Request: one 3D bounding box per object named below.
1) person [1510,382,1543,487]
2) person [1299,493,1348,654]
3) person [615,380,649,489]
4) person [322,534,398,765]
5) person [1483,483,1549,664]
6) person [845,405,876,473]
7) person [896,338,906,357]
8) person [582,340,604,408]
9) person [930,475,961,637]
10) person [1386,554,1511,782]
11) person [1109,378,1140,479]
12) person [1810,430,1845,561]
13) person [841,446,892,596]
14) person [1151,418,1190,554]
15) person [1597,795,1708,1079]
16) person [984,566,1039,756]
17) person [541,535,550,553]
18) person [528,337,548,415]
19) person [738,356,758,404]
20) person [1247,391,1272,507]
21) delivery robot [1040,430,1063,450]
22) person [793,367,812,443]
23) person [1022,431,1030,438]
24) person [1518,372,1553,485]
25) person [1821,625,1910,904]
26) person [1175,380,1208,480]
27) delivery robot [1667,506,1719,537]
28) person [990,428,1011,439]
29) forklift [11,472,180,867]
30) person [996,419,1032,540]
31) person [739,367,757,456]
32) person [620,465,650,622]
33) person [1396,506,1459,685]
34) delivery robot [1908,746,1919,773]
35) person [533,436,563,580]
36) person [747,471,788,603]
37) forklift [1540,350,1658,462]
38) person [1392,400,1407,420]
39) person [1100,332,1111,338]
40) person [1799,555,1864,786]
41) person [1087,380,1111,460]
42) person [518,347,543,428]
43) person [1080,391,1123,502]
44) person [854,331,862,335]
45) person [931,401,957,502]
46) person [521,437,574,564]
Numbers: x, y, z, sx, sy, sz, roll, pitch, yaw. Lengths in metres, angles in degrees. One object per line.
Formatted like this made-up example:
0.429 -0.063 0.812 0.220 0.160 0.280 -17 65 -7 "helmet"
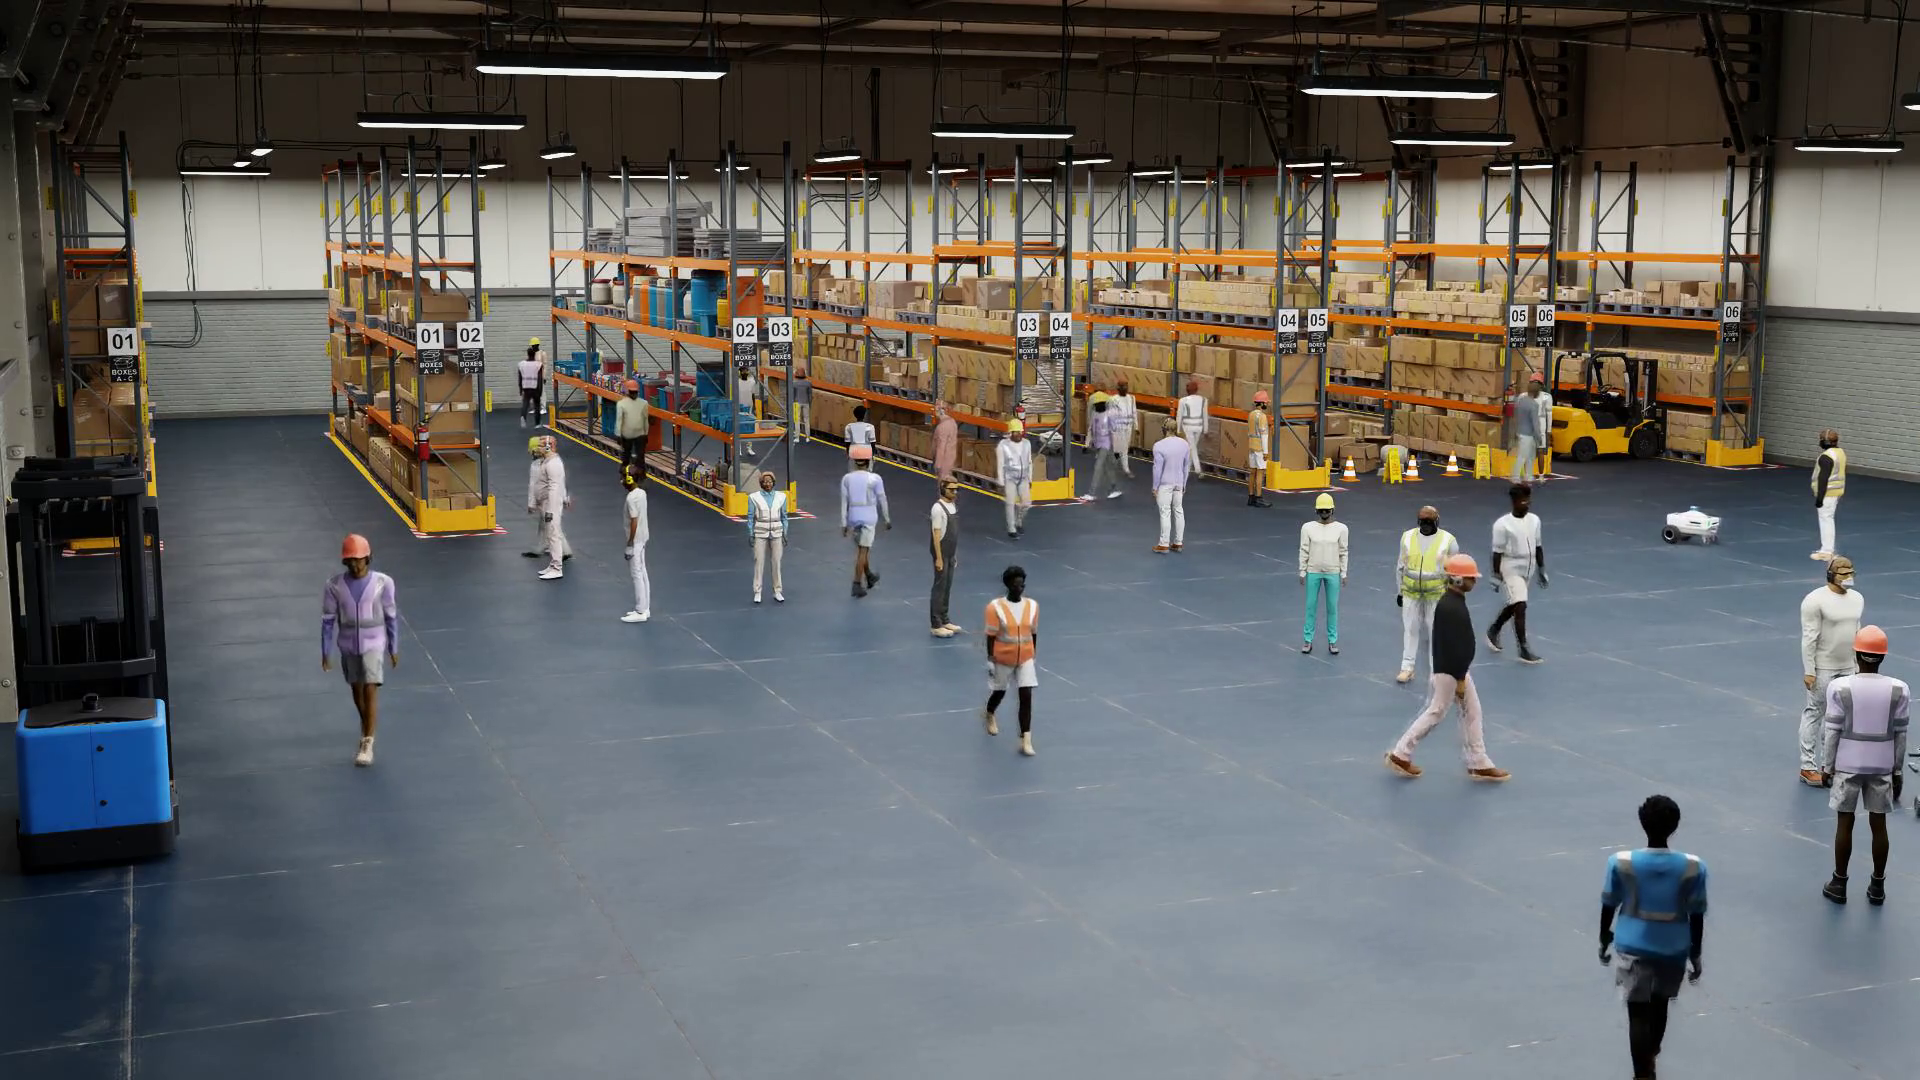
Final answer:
10.209 -1.860 37.347 0.784 1.904 0.658 -1 9 -6 "person"
3.989 0.364 22.991 0.533 1.768 0.310 1 9 8 "person"
-5.891 -1.913 37.605 0.641 1.945 1.038 -4 9 -24 "person"
-5.310 0.918 18.562 0.627 1.999 1.047 -1 9 -5 "person"
6.023 0.324 22.746 0.621 1.933 0.946 -5 10 -31 "person"
-1.659 -1.405 35.008 0.535 1.700 0.318 1 9 8 "person"
-1.494 -4.262 53.711 0.919 1.799 0.626 -5 10 -31 "person"
-9.479 -4.335 54.111 0.594 1.828 0.403 -1 9 -4 "person"
-0.166 0.174 24.005 0.336 1.842 0.508 3 9 21 "person"
4.116 1.073 17.672 1.017 1.952 0.636 2 9 16 "person"
3.015 -2.100 39.134 0.592 1.860 0.855 -6 10 -33 "person"
12.193 -0.637 29.458 0.431 1.832 0.634 6 11 36 "person"
-1.210 -0.257 26.761 0.560 1.880 1.009 4 9 23 "person"
3.008 -0.785 30.080 0.629 1.940 0.372 -6 10 -33 "person"
3.706 2.185 11.231 0.543 1.654 0.862 1 9 8 "person"
0.446 1.041 18.782 0.534 1.677 0.759 -3 9 -18 "person"
-5.917 -0.645 30.141 0.306 1.640 0.521 -5 10 -31 "person"
-10.544 -4.096 52.203 0.594 1.922 0.386 6 11 36 "person"
-5.302 -4.064 52.218 0.556 1.853 0.382 1 9 4 "person"
5.020 -1.529 35.042 0.361 1.938 0.545 -3 9 -19 "person"
1.887 -2.068 43.055 0.477 0.478 0.707 -2 9 -15 "delivery robot"
-3.441 -2.926 45.358 0.499 1.636 0.286 -3 9 -16 "person"
1.091 -2.308 40.406 0.563 1.881 1.001 -4 10 -26 "person"
10.430 -2.028 38.020 0.611 2.042 0.394 3 9 17 "person"
6.257 1.550 14.516 0.546 1.938 0.360 1 9 10 "person"
4.316 -2.042 38.836 0.587 1.836 1.028 -3 9 -19 "person"
10.838 -0.254 30.963 0.477 0.478 0.707 -8 12 -43 "delivery robot"
0.876 -3.201 46.276 0.646 1.913 0.409 3 9 19 "person"
-6.630 0.886 15.957 1.129 2.768 1.873 -3 9 -21 "forklift"
0.833 -0.910 31.302 0.622 1.816 0.431 -4 10 -27 "person"
-4.399 -2.658 42.797 0.532 1.871 0.321 -4 9 -25 "person"
-3.871 0.035 24.868 0.335 1.865 0.521 1 9 8 "person"
4.767 0.559 21.464 0.623 1.839 0.429 4 9 26 "person"
7.839 1.725 16.906 0.335 0.223 0.698 2 9 12 "delivery robot"
-5.475 -0.441 27.895 0.407 1.908 0.641 -2 9 -11 "person"
-2.393 -0.034 26.125 0.524 1.644 0.362 -3 9 -17 "person"
12.897 -2.725 42.309 2.313 2.155 1.214 -3 9 -21 "forklift"
10.133 -3.424 48.359 0.483 1.737 0.320 8 11 42 "person"
3.803 -4.440 54.410 0.389 1.949 0.604 -5 10 -28 "person"
7.340 1.084 17.615 0.627 1.940 0.372 -4 9 -24 "person"
2.763 -2.361 41.642 0.534 1.621 0.375 -4 9 -23 "person"
-9.950 -3.516 48.458 0.601 1.896 0.822 1 9 6 "person"
2.443 -1.611 35.831 0.977 1.872 0.576 -5 10 -30 "person"
-2.718 -4.438 54.362 0.524 1.962 0.664 2 9 13 "person"
-0.263 -1.264 33.386 0.399 1.907 0.650 2 9 15 "person"
-5.742 -0.559 29.163 0.926 1.768 0.625 4 9 22 "person"
